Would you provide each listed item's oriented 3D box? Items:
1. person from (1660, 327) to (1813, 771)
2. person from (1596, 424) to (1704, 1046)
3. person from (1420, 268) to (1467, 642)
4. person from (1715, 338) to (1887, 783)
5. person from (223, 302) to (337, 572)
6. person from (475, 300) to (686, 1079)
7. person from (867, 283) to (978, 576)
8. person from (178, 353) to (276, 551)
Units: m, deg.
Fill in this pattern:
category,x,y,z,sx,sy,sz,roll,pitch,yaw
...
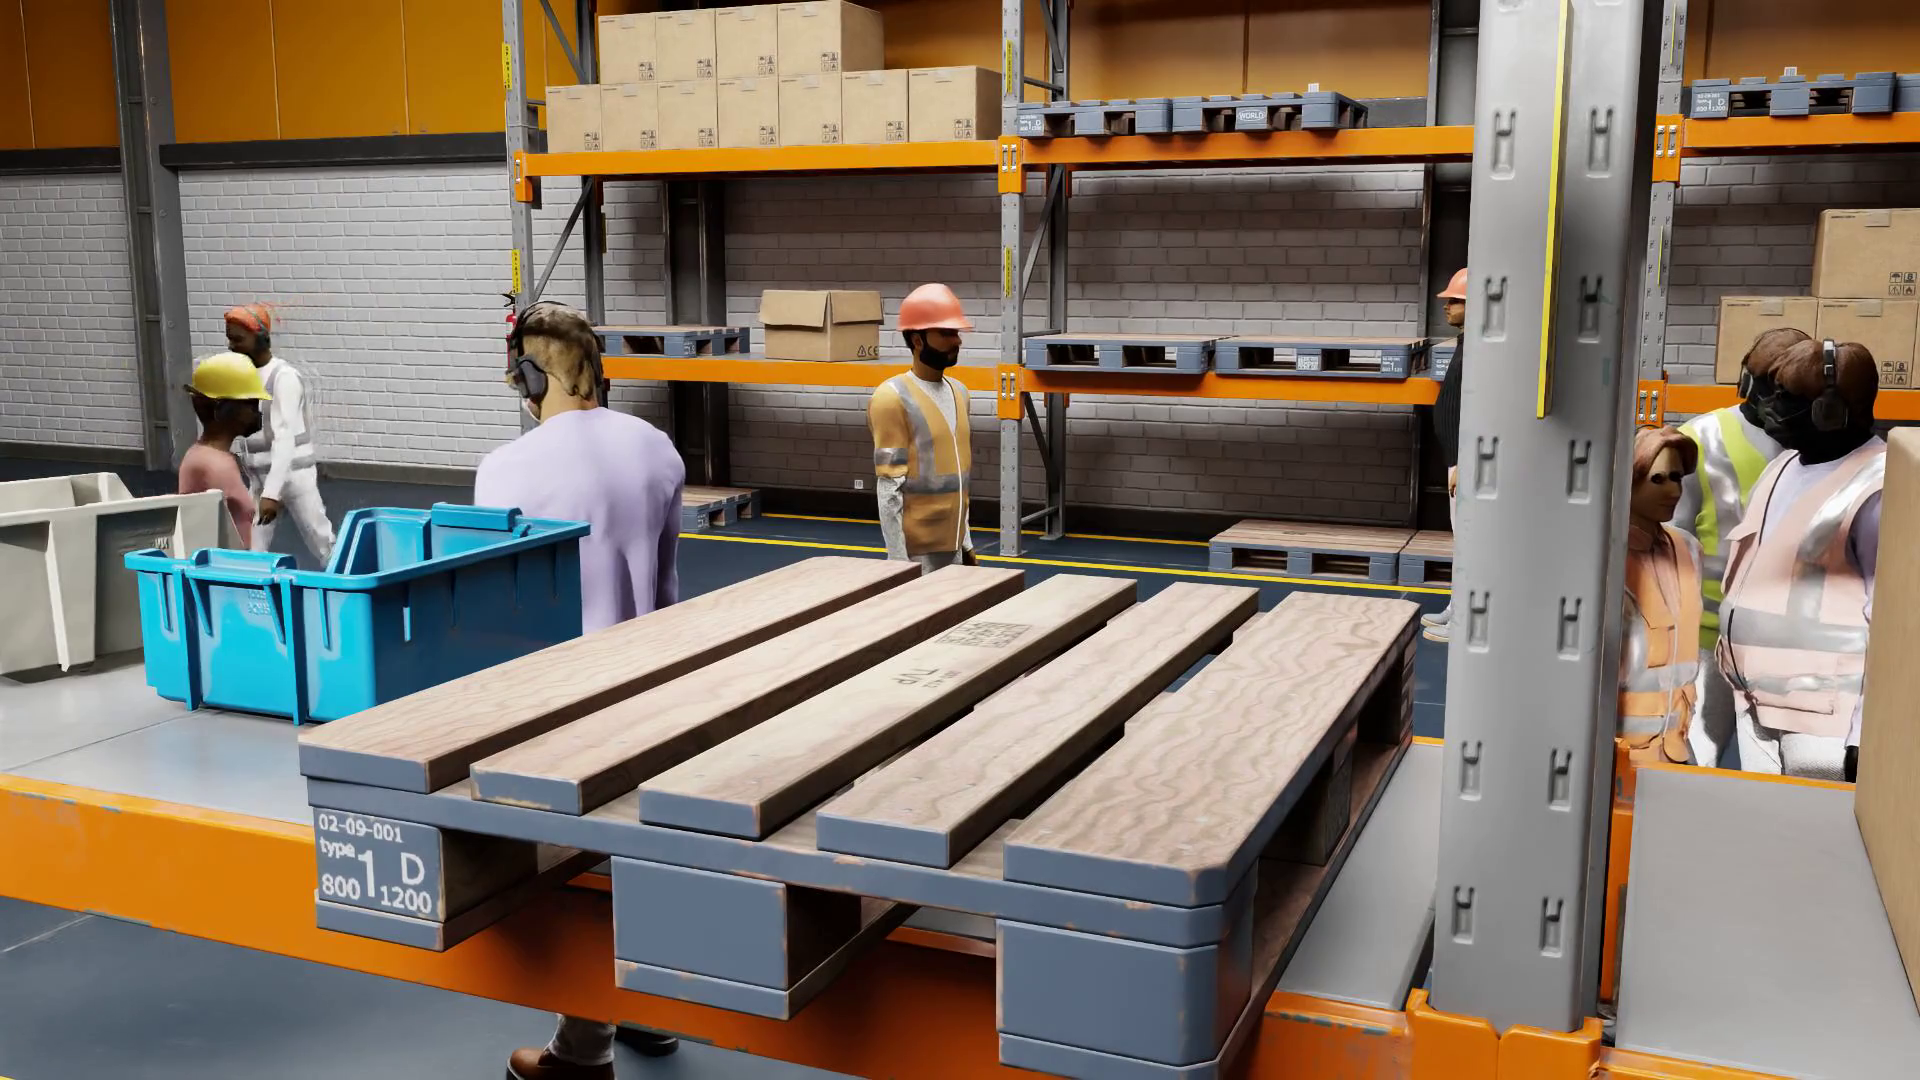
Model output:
category,x,y,z,sx,sy,sz,roll,pitch,yaw
person,2.370,0.290,4.953,0.629,1.836,0.429,0,9,-2
person,1.627,0.529,4.103,0.525,1.639,0.307,-6,11,-32
person,2.705,-0.452,8.909,0.375,1.997,0.612,3,10,15
person,2.117,0.419,4.165,0.429,1.839,0.633,0,9,-2
person,-3.433,-0.284,8.456,0.593,1.835,1.026,7,12,37
person,-0.917,0.393,4.047,0.374,1.933,0.627,6,11,31
person,-0.110,-0.007,6.409,0.351,1.942,0.545,6,11,33
person,-2.515,0.220,5.733,0.927,1.712,0.536,-5,11,-28
